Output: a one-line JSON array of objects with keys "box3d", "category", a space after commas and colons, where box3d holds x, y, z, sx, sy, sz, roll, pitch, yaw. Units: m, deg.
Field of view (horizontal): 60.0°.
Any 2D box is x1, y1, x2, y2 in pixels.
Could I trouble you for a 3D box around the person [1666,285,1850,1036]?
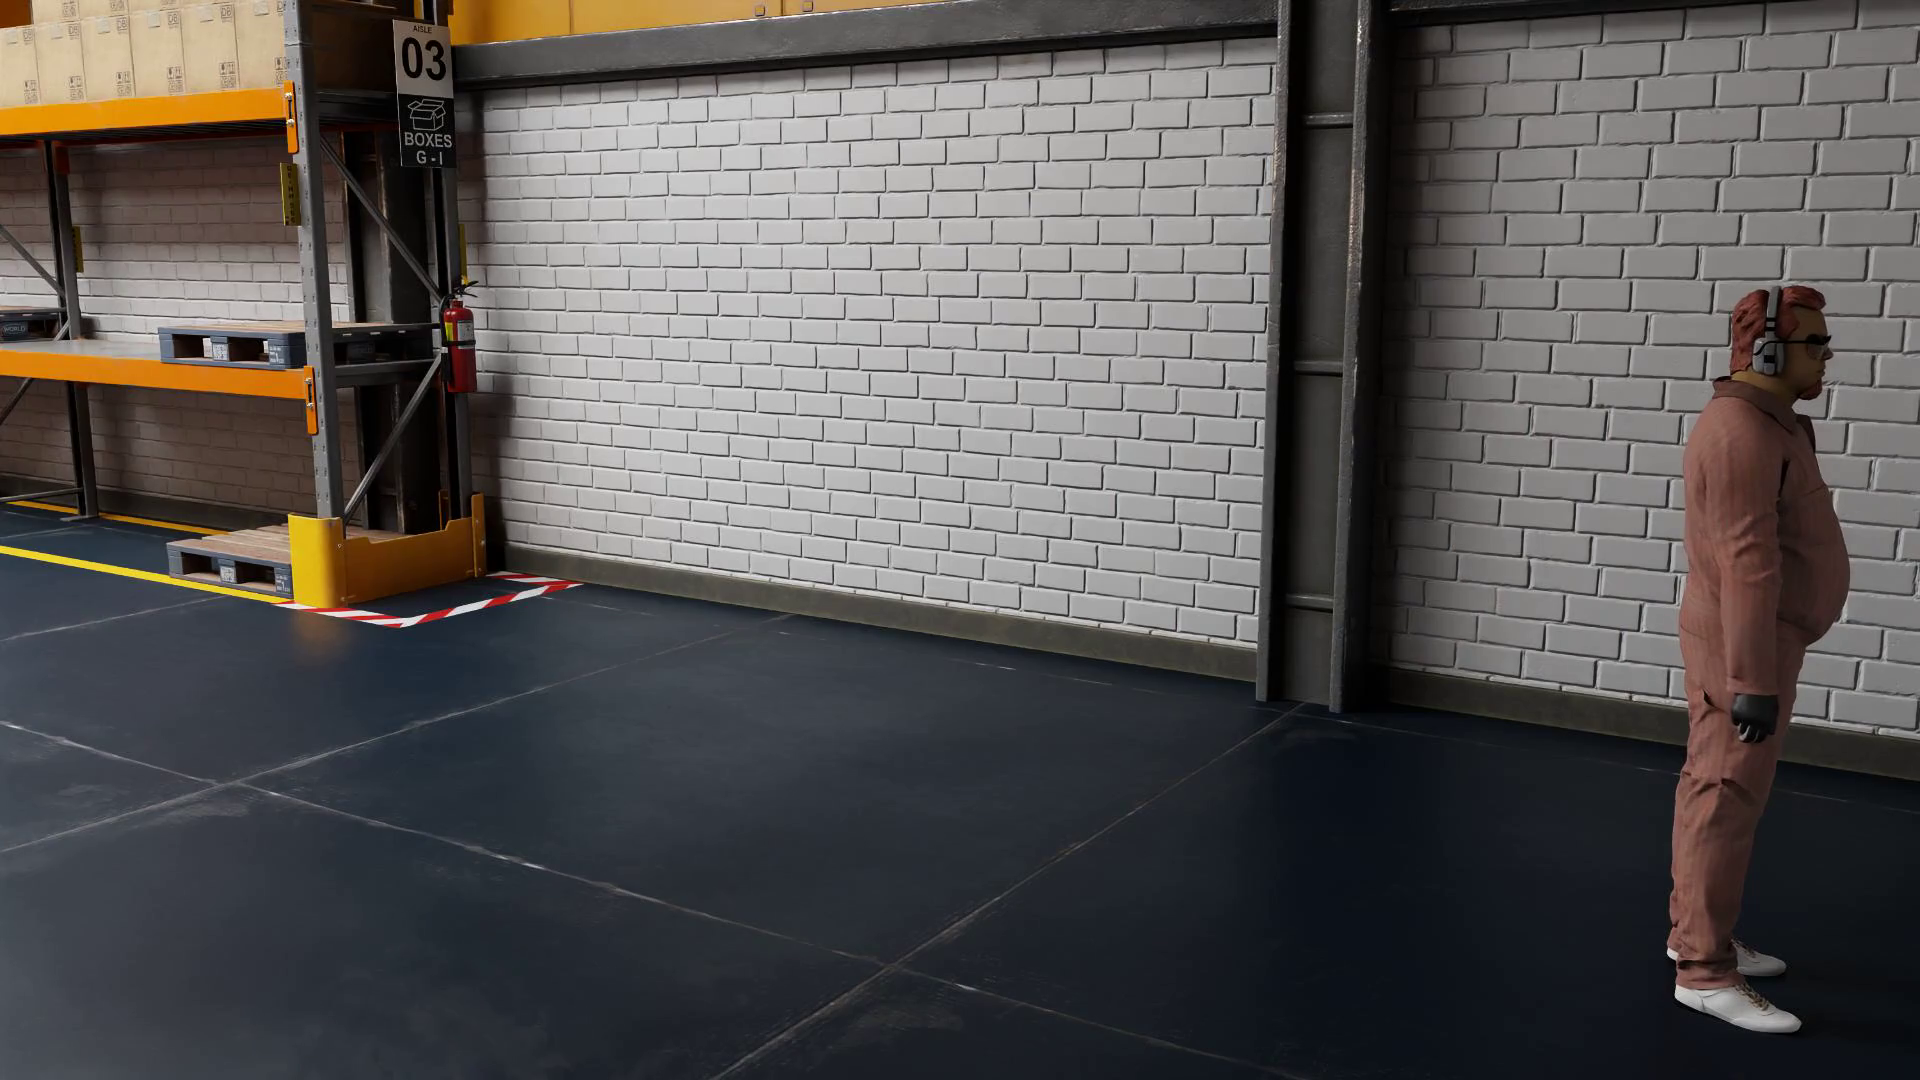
[{"box3d": [2.076, 0.298, 4.350, 0.410, 1.909, 0.643, 4, 11, 21], "category": "person"}]
